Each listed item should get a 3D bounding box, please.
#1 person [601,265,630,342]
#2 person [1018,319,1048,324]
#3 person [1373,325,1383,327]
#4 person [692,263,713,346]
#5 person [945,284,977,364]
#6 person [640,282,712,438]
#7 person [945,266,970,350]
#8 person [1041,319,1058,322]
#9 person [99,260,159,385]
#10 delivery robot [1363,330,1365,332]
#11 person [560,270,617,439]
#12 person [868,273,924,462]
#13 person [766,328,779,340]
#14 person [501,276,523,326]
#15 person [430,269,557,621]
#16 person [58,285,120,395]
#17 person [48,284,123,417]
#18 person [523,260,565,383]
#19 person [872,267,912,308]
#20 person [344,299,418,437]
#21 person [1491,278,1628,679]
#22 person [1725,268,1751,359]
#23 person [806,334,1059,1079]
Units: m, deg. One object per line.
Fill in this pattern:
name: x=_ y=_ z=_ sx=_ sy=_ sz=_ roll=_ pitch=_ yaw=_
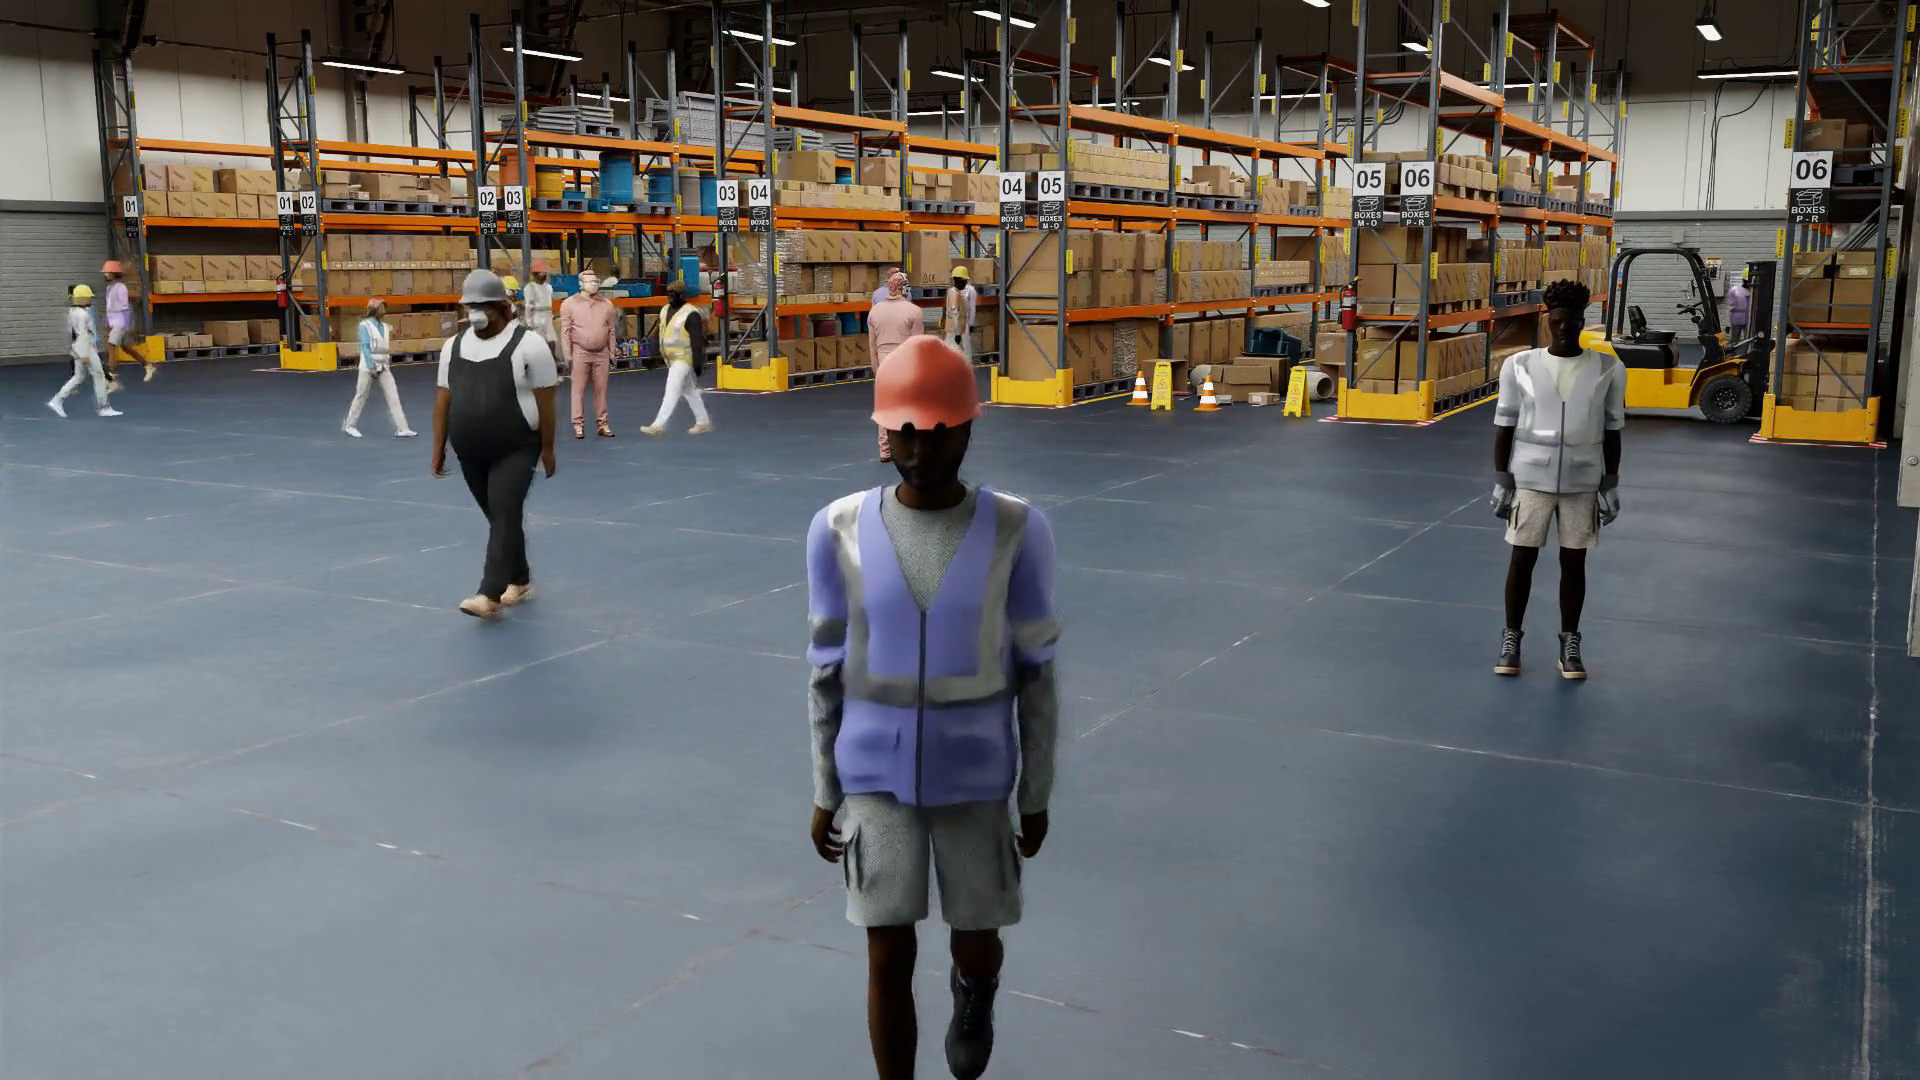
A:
person: x=-6.933 y=-4.585 z=33.532 sx=0.647 sy=1.887 sz=1.013 roll=7 pitch=12 yaw=34
person: x=1.360 y=-4.095 z=30.806 sx=0.645 sy=1.842 sz=0.442 roll=4 pitch=11 yaw=23
person: x=8.657 y=-4.714 z=34.104 sx=0.632 sy=1.958 sz=0.973 roll=3 pitch=10 yaw=18
person: x=-5.936 y=-5.409 z=38.256 sx=0.574 sy=1.921 sz=0.458 roll=3 pitch=10 yaw=18
person: x=-0.040 y=-3.786 z=29.037 sx=0.651 sy=1.821 sz=0.731 roll=7 pitch=12 yaw=34
person: x=-3.257 y=-2.072 z=19.138 sx=1.013 sy=1.784 sz=0.626 roll=-8 pitch=13 yaw=-39
person: x=-0.033 y=-3.136 z=24.952 sx=0.383 sy=1.921 sz=0.585 roll=0 pitch=10 yaw=1
person: x=1.647 y=-4.197 z=31.541 sx=0.624 sy=1.805 sz=0.932 roll=6 pitch=12 yaw=33
person: x=-13.520 y=-3.511 z=26.901 sx=0.973 sy=2.015 sz=0.600 roll=-8 pitch=13 yaw=-40
delivery robot: x=8.936 y=-4.686 z=37.745 sx=0.707 sy=0.478 sz=0.477 roll=0 pitch=10 yaw=1
person: x=-4.225 y=-2.117 z=19.014 sx=0.641 sy=1.913 sz=0.407 roll=-6 pitch=11 yaw=-32
person: x=-0.597 y=-1.713 z=16.661 sx=0.643 sy=1.909 sz=0.409 roll=5 pitch=11 yaw=29
person: x=-4.592 y=-5.849 z=41.068 sx=0.579 sy=1.855 sz=0.926 roll=5 pitch=11 yaw=26
person: x=-5.872 y=-2.581 z=22.027 sx=0.746 sy=1.803 sz=0.623 roll=-6 pitch=12 yaw=-33
person: x=-2.743 y=-0.568 z=9.563 sx=0.697 sy=2.000 sz=1.000 roll=3 pitch=10 yaw=17
person: x=-13.005 y=-2.970 z=24.768 sx=0.858 sy=1.662 sz=0.531 roll=-3 pitch=10 yaw=-16
person: x=-11.345 y=-2.434 z=21.446 sx=0.796 sy=1.712 sz=0.494 roll=-8 pitch=12 yaw=-38
person: x=-6.935 y=-3.581 z=27.308 sx=0.930 sy=2.014 sz=0.619 roll=6 pitch=11 yaw=32
person: x=-0.950 y=-3.005 z=24.226 sx=0.651 sy=1.906 sz=0.404 roll=4 pitch=10 yaw=22
person: x=-6.695 y=-1.954 z=18.997 sx=0.870 sy=1.595 sz=0.523 roll=4 pitch=10 yaw=21
person: x=2.930 y=-0.293 z=8.171 sx=0.610 sy=1.964 sz=0.365 roll=3 pitch=10 yaw=15
person: x=13.754 y=-3.830 z=29.179 sx=0.605 sy=1.874 sz=0.733 roll=1 pitch=10 yaw=6
person: x=-0.057 y=0.496 z=3.725 sx=0.549 sy=1.921 sz=0.673 roll=1 pitch=10 yaw=4
